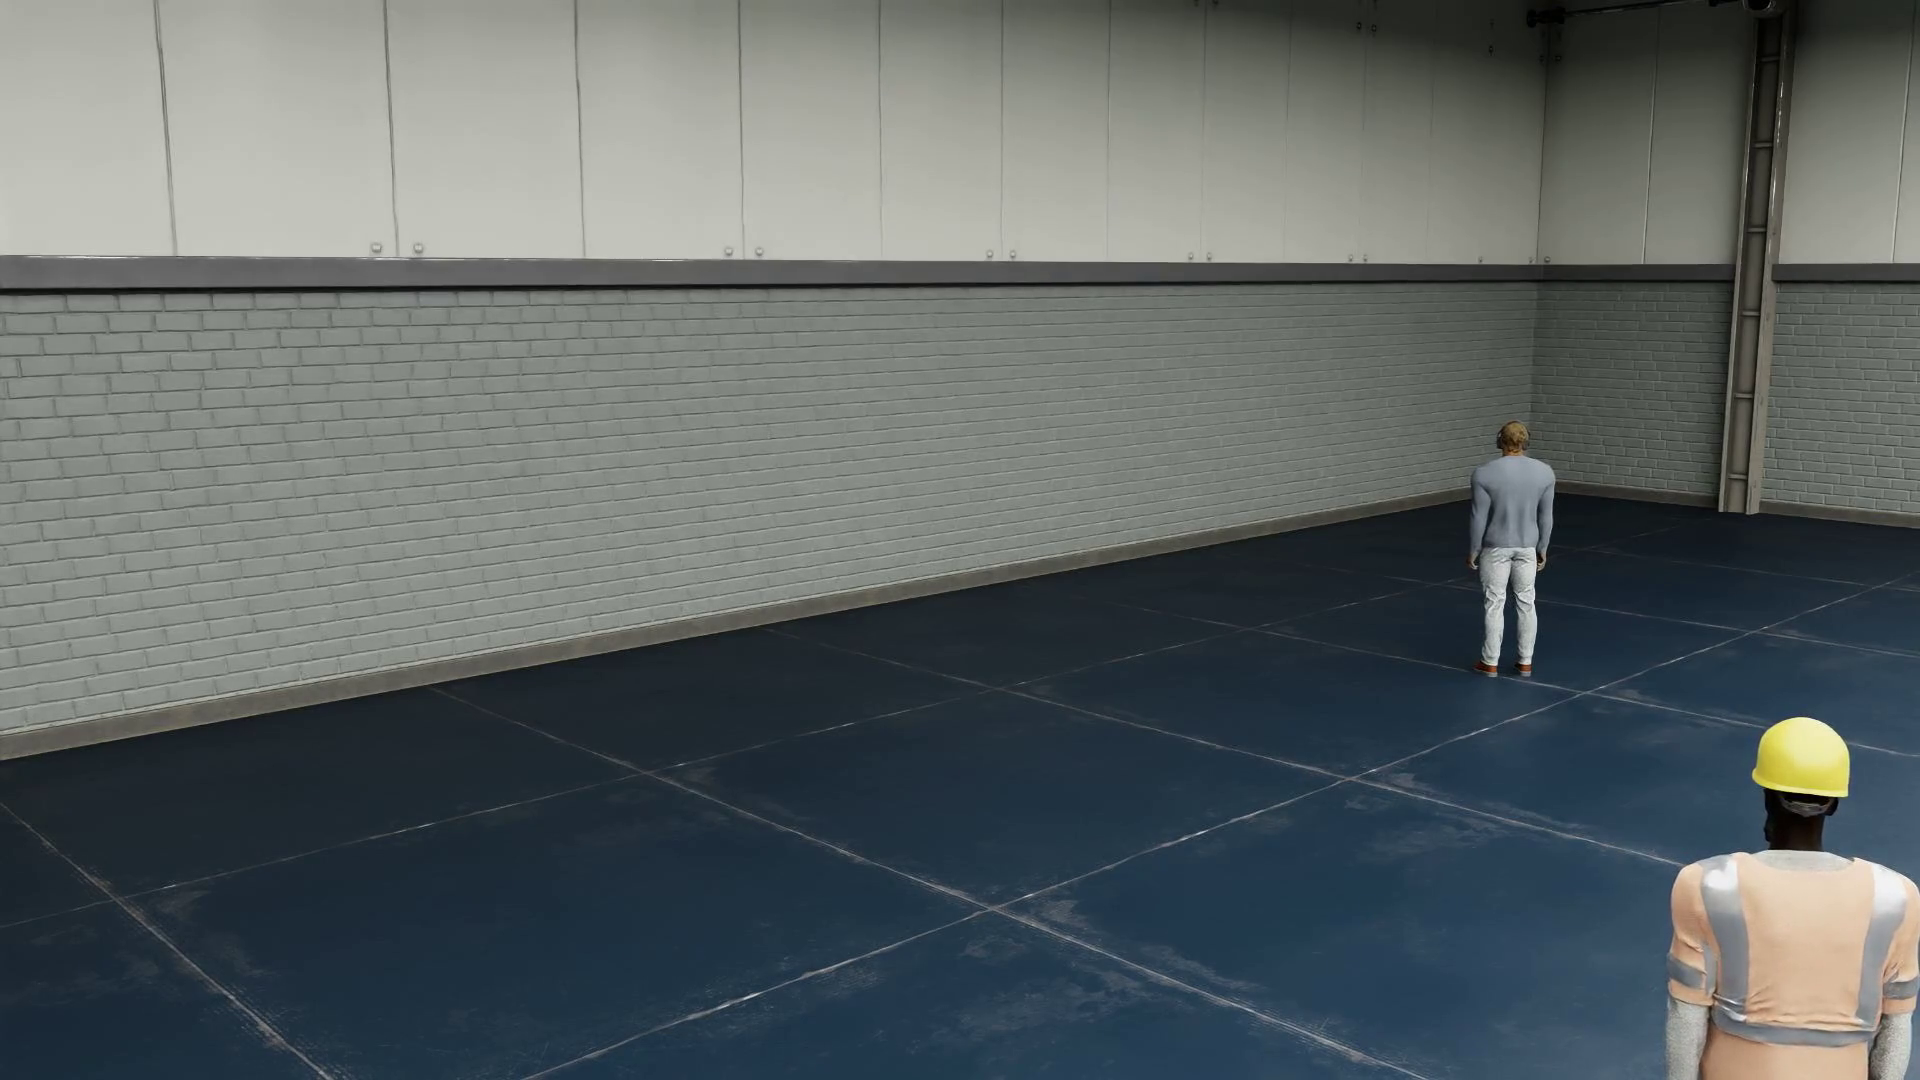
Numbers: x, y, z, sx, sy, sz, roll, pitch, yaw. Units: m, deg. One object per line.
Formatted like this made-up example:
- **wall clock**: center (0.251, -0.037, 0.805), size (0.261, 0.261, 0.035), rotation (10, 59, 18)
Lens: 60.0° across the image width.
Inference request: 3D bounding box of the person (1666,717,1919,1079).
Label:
- **person**: center (2.088, 1.397, 4.249), size (0.587, 1.928, 0.363), rotation (2, 9, 10)

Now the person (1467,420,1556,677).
- **person**: center (4.108, 0.068, 12.461), size (0.628, 1.940, 0.373), rotation (0, 9, -1)
